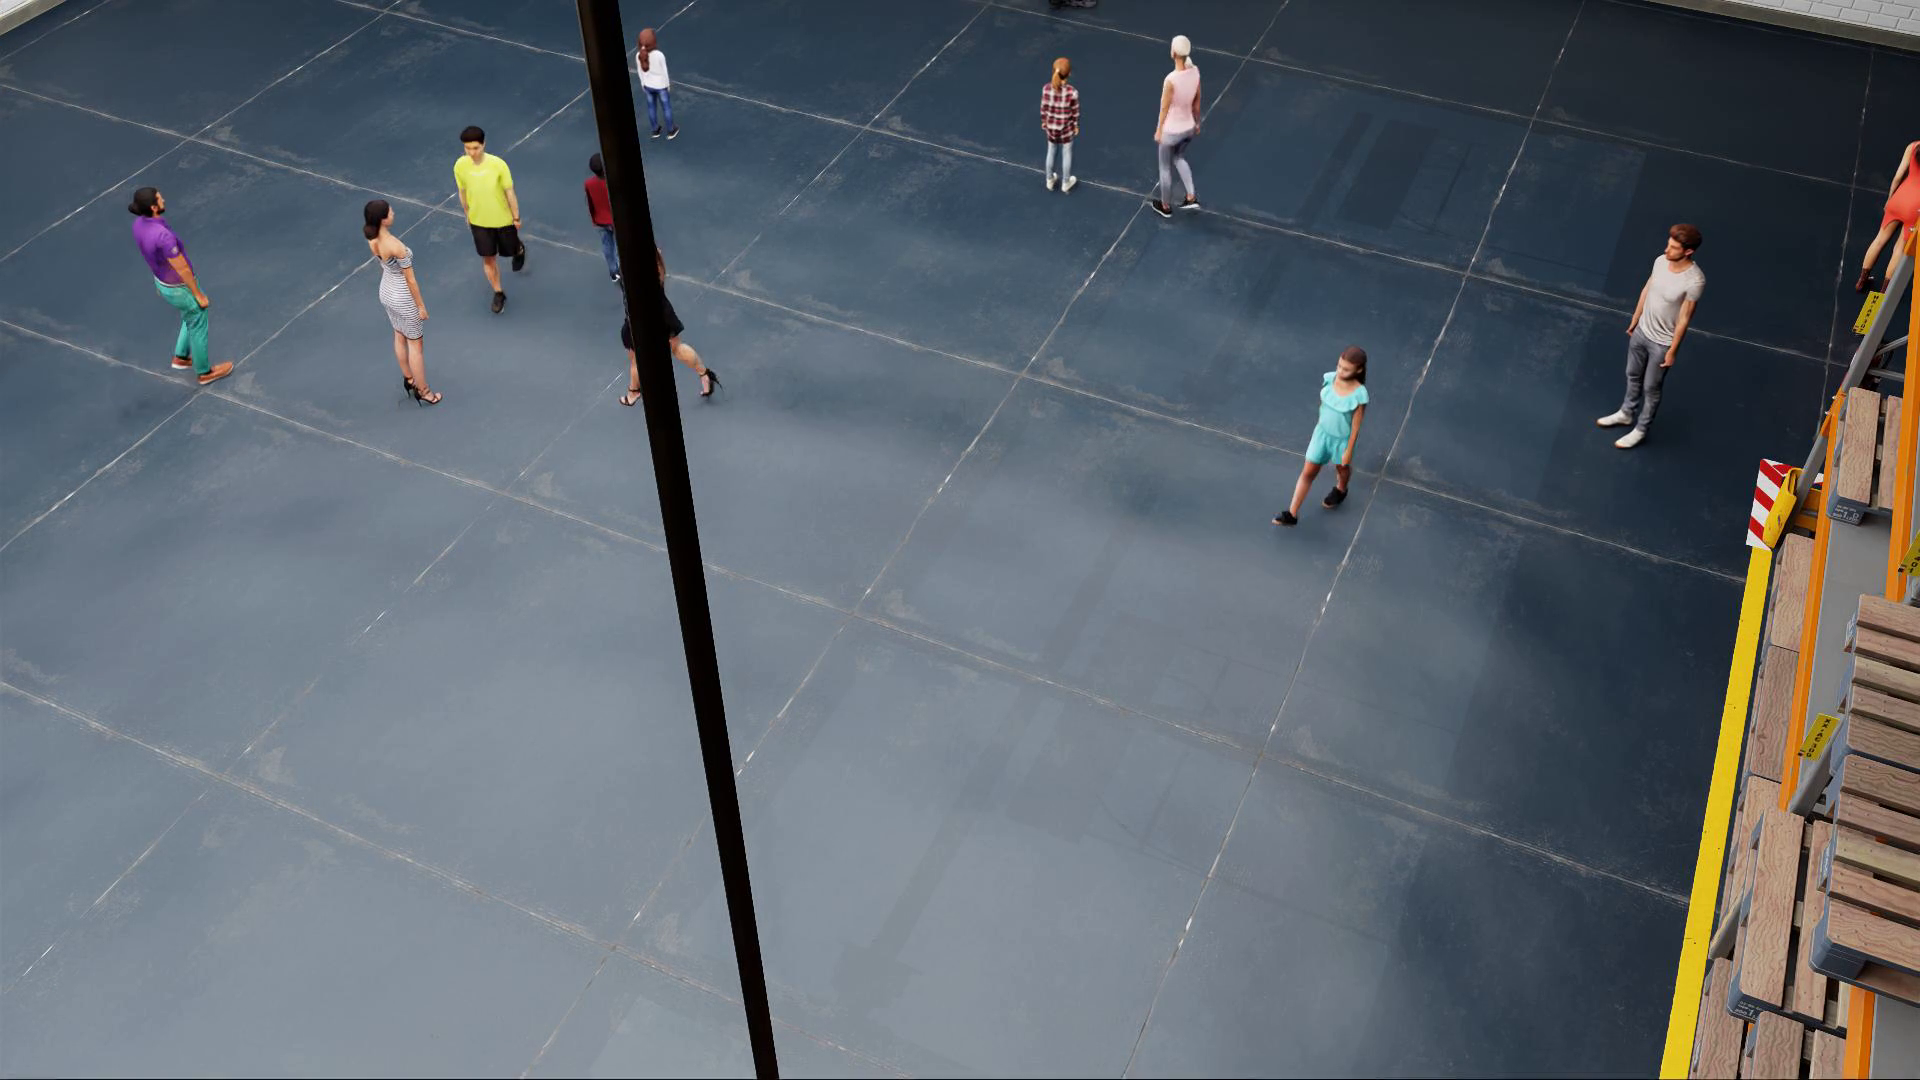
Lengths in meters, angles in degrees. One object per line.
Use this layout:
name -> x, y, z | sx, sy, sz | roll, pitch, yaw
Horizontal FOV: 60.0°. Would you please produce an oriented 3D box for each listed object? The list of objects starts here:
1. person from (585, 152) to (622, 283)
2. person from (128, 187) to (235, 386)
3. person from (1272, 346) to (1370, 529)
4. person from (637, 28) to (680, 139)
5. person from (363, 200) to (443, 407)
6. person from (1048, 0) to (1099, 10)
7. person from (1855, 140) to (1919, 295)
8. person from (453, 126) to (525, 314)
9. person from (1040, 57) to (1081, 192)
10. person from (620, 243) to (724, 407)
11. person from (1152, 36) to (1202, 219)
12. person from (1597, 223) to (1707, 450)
person -> -3.004, -2.714, 14.199 | 0.584, 1.247, 0.653 | 5, 44, 5
person -> -6.195, -1.930, 13.007 | 0.727, 1.755, 0.774 | 32, 52, 29
person -> 2.757, -0.772, 11.964 | 1.100, 1.517, 0.813 | -33, 52, -30
person -> -2.953, -4.420, 16.087 | 0.508, 1.112, 0.538 | 7, 44, 7
person -> -4.333, -1.830, 12.858 | 0.638, 1.817, 0.618 | 32, 52, 29
person -> 1.085, -6.564, 17.822 | 0.952, 1.823, 0.893 | -5, 44, -5
person -> 7.954, -2.783, 13.928 | 0.674, 1.719, 0.667 | -28, 50, -26
person -> -3.917, -2.760, 13.932 | 0.880, 1.681, 1.059 | 0, 44, 0
person -> 0.922, -3.822, 15.319 | 0.516, 1.305, 0.514 | 18, 46, 18
person -> -2.281, -1.703, 12.825 | 1.016, 1.677, 1.107 | 0, 44, 0
person -> 1.987, -3.616, 14.811 | 0.779, 1.708, 0.816 | -27, 50, -26
person -> 5.266, -1.549, 12.512 | 0.808, 1.886, 0.754 | -15, 46, -15
